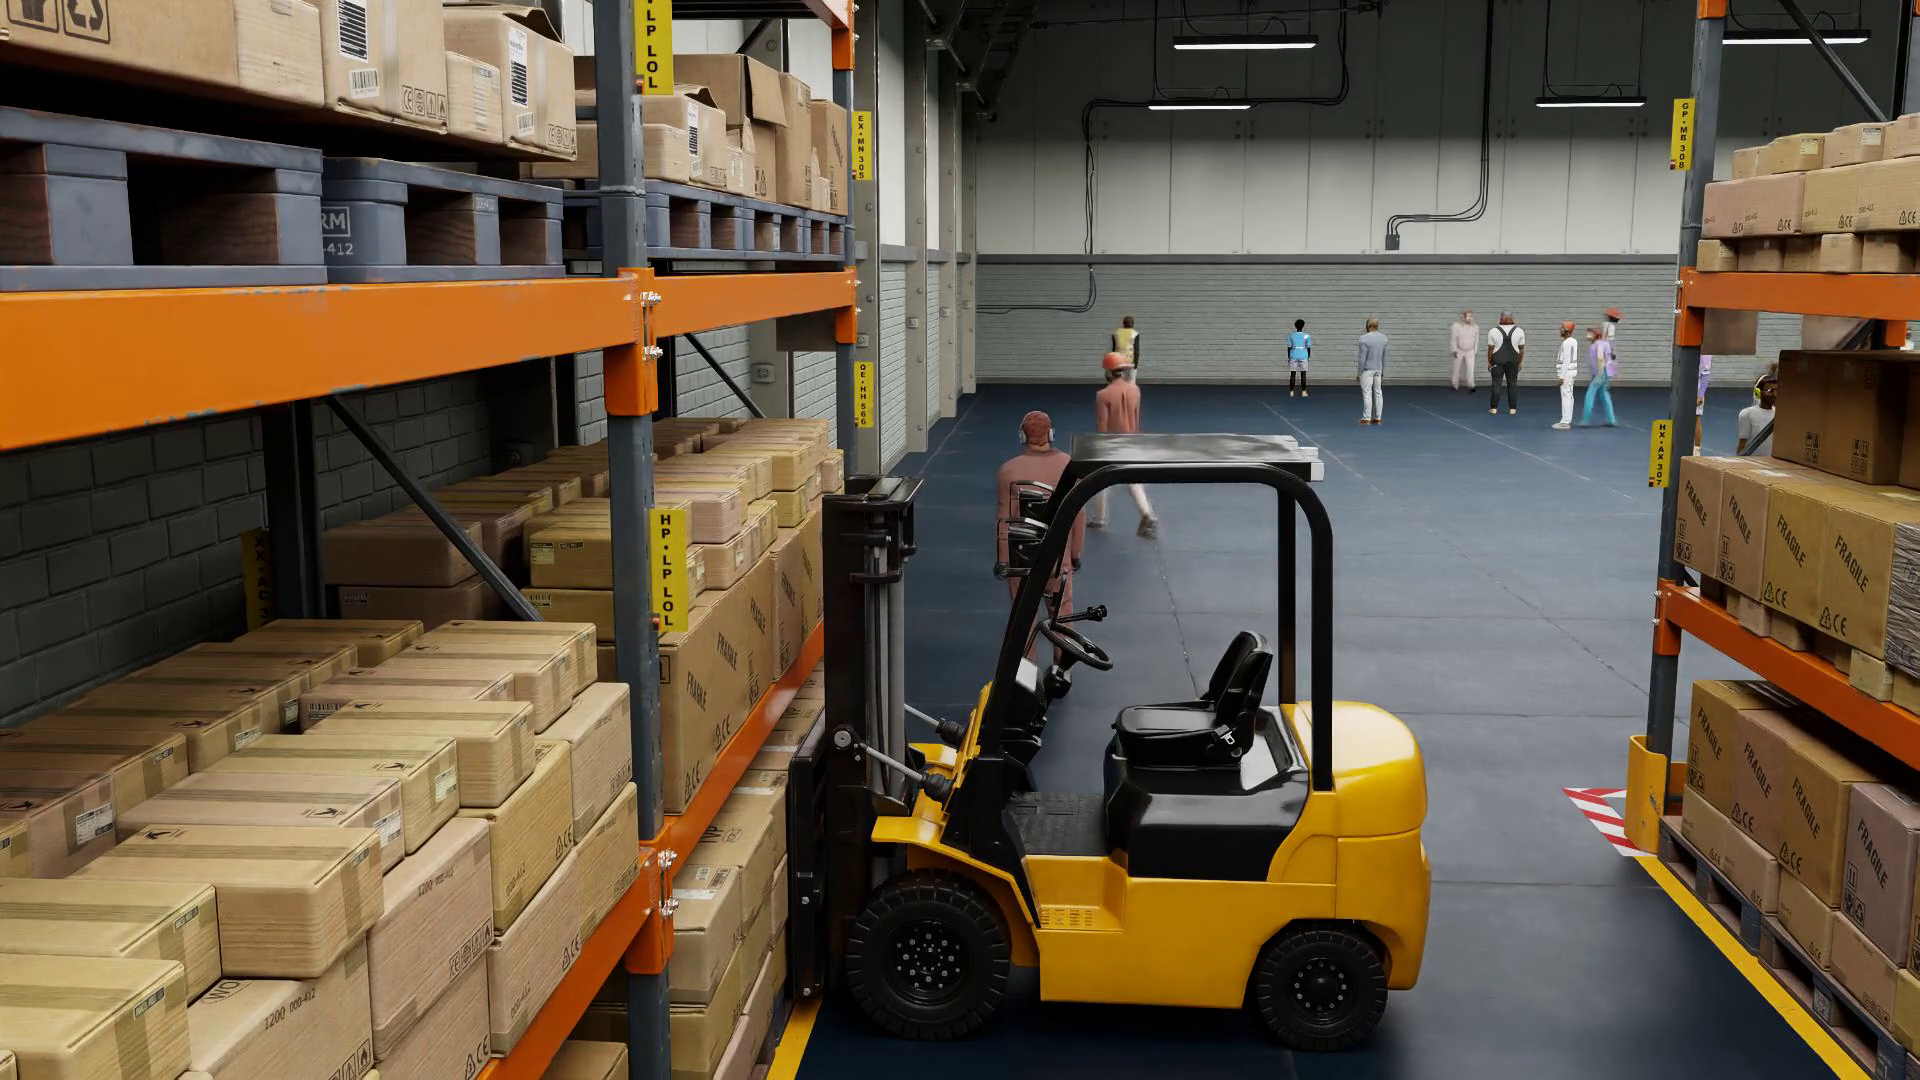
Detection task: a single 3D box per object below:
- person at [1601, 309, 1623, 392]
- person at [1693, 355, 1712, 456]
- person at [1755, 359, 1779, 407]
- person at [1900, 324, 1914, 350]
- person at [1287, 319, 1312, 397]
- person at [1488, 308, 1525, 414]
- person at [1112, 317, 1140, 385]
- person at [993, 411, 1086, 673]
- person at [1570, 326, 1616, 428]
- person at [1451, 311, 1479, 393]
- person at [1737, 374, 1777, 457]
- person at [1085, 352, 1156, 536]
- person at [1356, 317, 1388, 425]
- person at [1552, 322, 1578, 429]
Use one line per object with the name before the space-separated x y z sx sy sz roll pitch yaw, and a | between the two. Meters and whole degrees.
person | 14.700 -4.291 37.712 0.399 1.900 0.727 1 9 4
person | 10.771 -2.192 24.519 0.378 2.044 0.607 -2 10 -11
person | 9.158 -1.138 18.776 0.526 1.830 0.715 -3 10 -20
person | 16.823 -2.947 29.734 0.577 1.837 0.989 -6 11 -31
person | 7.403 -3.969 36.326 0.537 1.700 0.318 3 10 18
person | 10.557 -3.466 32.246 0.684 2.000 0.538 2 10 11
person | 3.499 -3.785 34.935 0.637 1.793 0.955 4 10 24
person | 0.520 0.092 11.116 0.639 1.902 0.406 -3 10 -18
person | 11.207 -2.867 29.367 0.908 1.786 0.680 2 10 11
person | 11.378 -4.235 37.494 0.643 1.844 1.033 0 9 2
person | 7.444 -0.608 15.443 0.528 1.871 0.323 -2 10 -14
person | 1.709 -1.021 17.695 0.614 1.961 0.935 -5 11 -29
person | 7.392 -3.027 29.891 0.635 1.937 0.353 -5 11 -27
person | 10.670 -2.899 29.287 0.353 1.883 0.573 6 11 31
